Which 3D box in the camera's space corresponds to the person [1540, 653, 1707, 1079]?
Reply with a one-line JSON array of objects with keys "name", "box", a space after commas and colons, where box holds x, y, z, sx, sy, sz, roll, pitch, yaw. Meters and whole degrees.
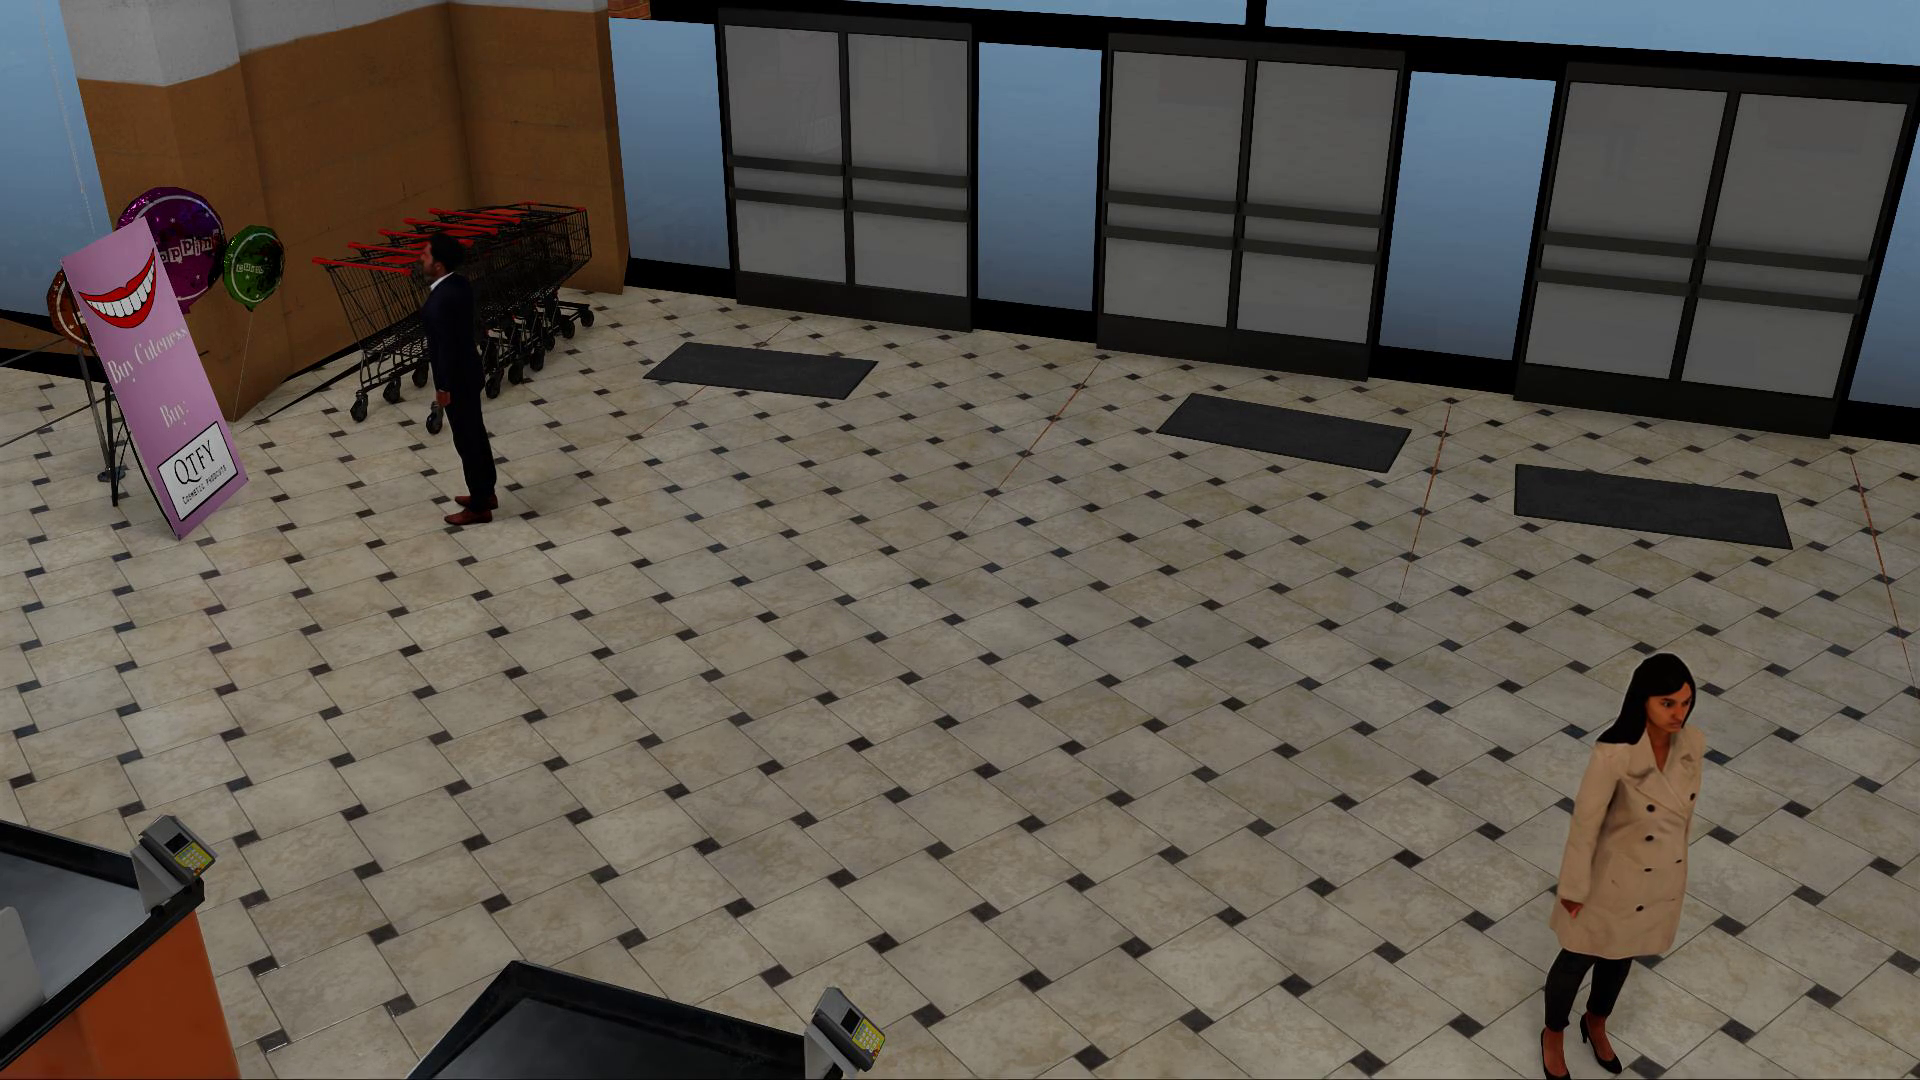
[{"name": "person", "box": [2.215, 1.120, 5.570, 0.718, 1.681, 0.742, -8, 28, -16]}]

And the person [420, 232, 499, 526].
[{"name": "person", "box": [-2.868, -0.924, 9.546, 0.759, 1.729, 0.607, -1, 27, -2]}]
